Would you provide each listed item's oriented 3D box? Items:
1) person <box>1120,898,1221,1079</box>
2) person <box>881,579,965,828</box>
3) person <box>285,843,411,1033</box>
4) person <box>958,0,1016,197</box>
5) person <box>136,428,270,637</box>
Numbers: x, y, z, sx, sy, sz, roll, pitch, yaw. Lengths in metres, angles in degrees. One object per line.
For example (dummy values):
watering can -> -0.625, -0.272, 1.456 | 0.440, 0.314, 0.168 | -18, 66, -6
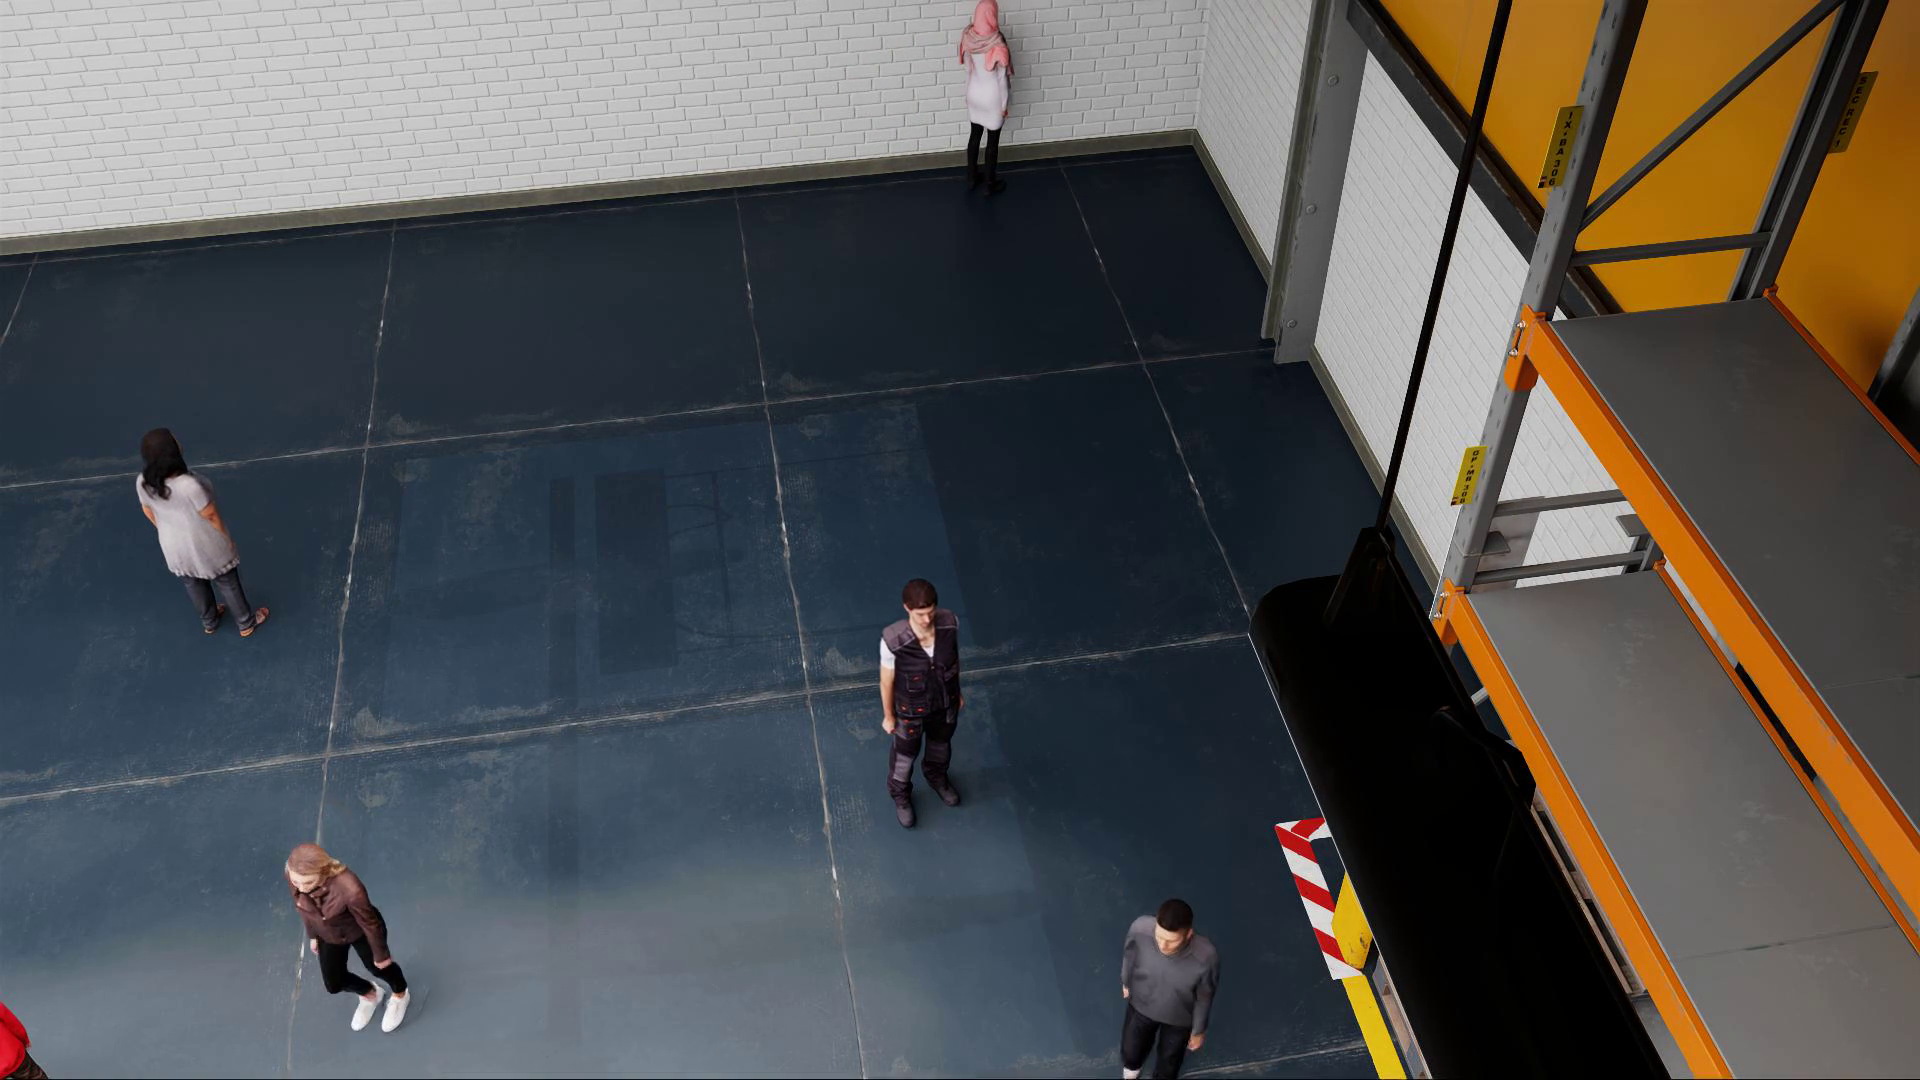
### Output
person -> 1.037, 2.206, 8.152 | 0.772, 1.750, 0.816 | 14, 45, 14
person -> -0.212, 0.896, 9.456 | 0.731, 1.848, 0.693 | -21, 47, -20
person -> -3.072, 1.939, 8.480 | 0.733, 1.683, 0.761 | 14, 45, 14
person -> 0.218, -3.846, 14.467 | 0.721, 1.801, 0.778 | 25, 49, 24
person -> -4.881, -0.024, 10.592 | 0.722, 1.613, 0.753 | 6, 44, 6
